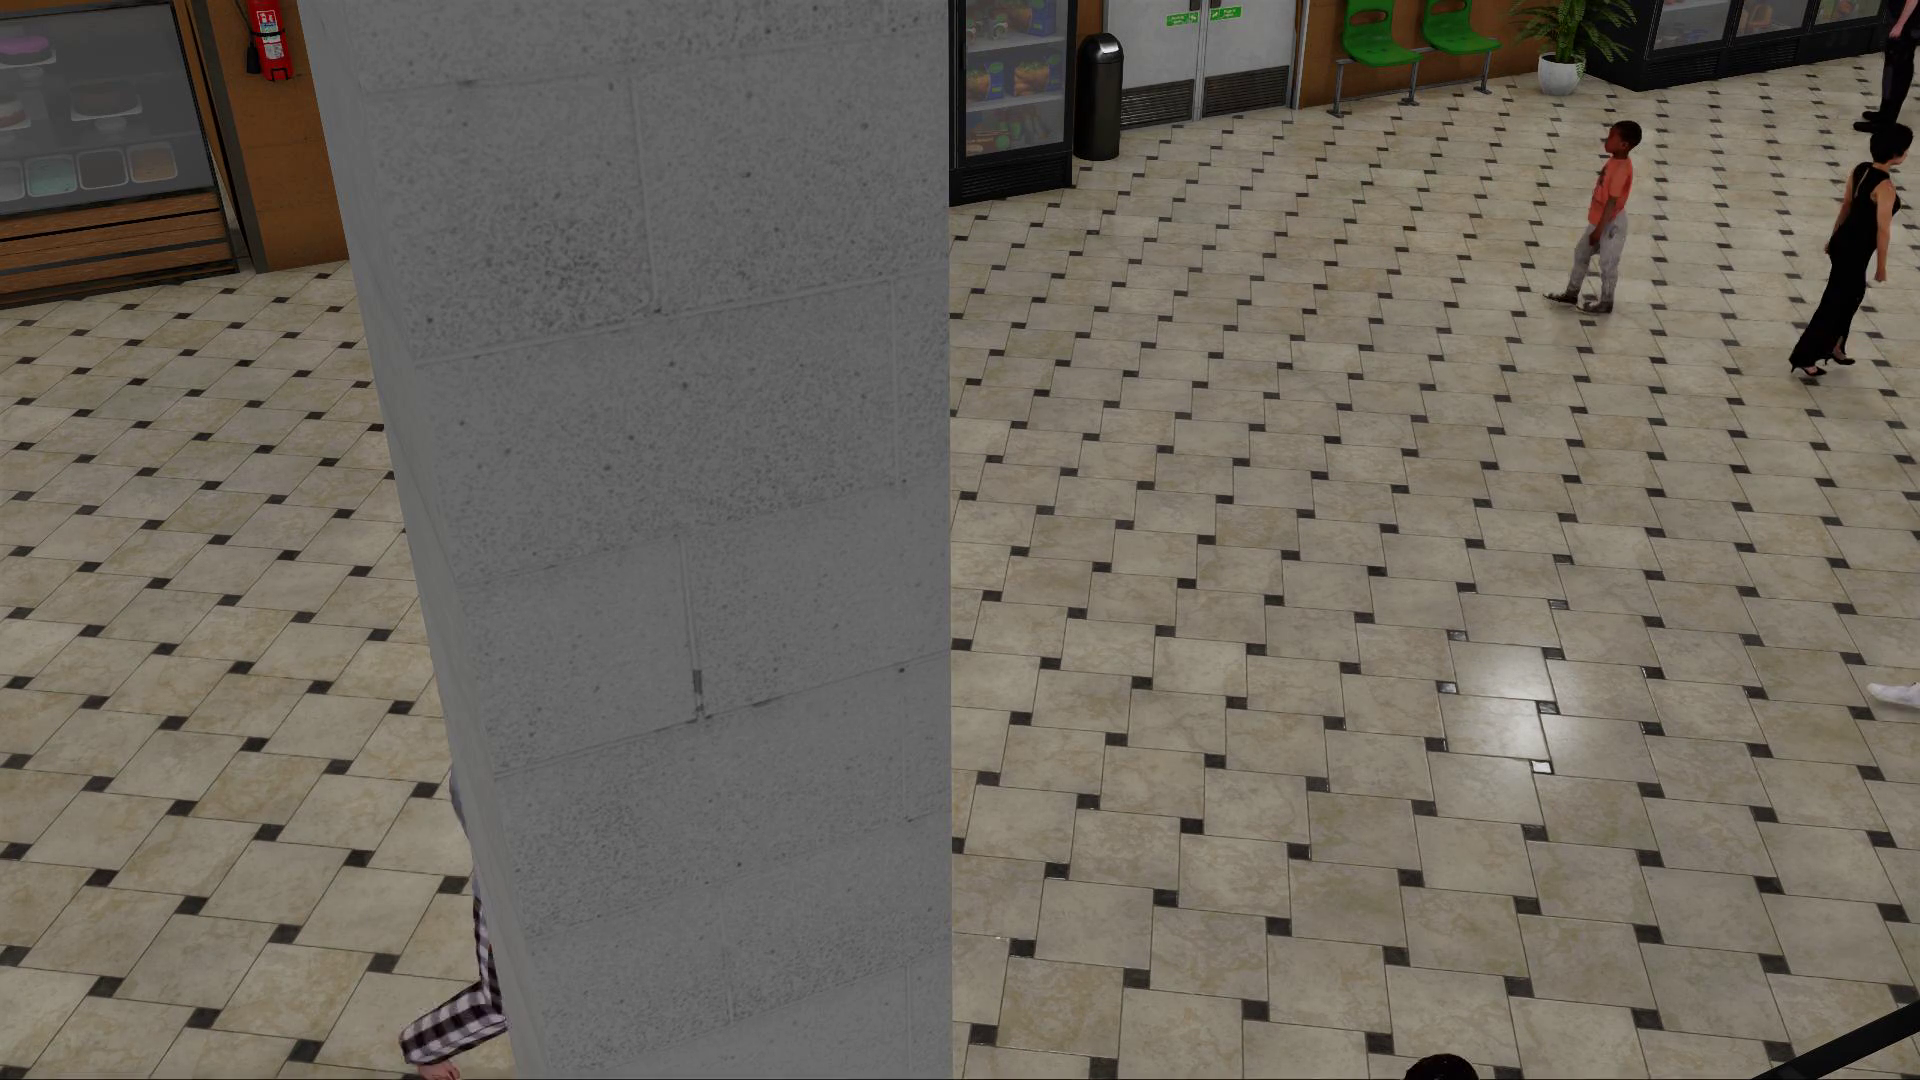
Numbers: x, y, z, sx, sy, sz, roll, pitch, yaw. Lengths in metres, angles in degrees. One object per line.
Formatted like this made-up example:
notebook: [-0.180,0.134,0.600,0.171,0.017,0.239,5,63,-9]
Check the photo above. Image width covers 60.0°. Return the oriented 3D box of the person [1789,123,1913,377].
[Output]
person: [5.257,-1.707,9.957,0.810,1.585,0.752,1,32,2]

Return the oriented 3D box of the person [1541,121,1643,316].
person: [4.284,-2.076,10.822,0.751,1.299,0.713,6,32,9]

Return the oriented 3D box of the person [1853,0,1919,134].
person: [7.996,-4.376,14.000,0.772,1.846,0.807,22,38,32]

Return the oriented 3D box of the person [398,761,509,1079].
person: [-1.475,1.089,5.243,1.030,1.820,1.125,2,32,3]
